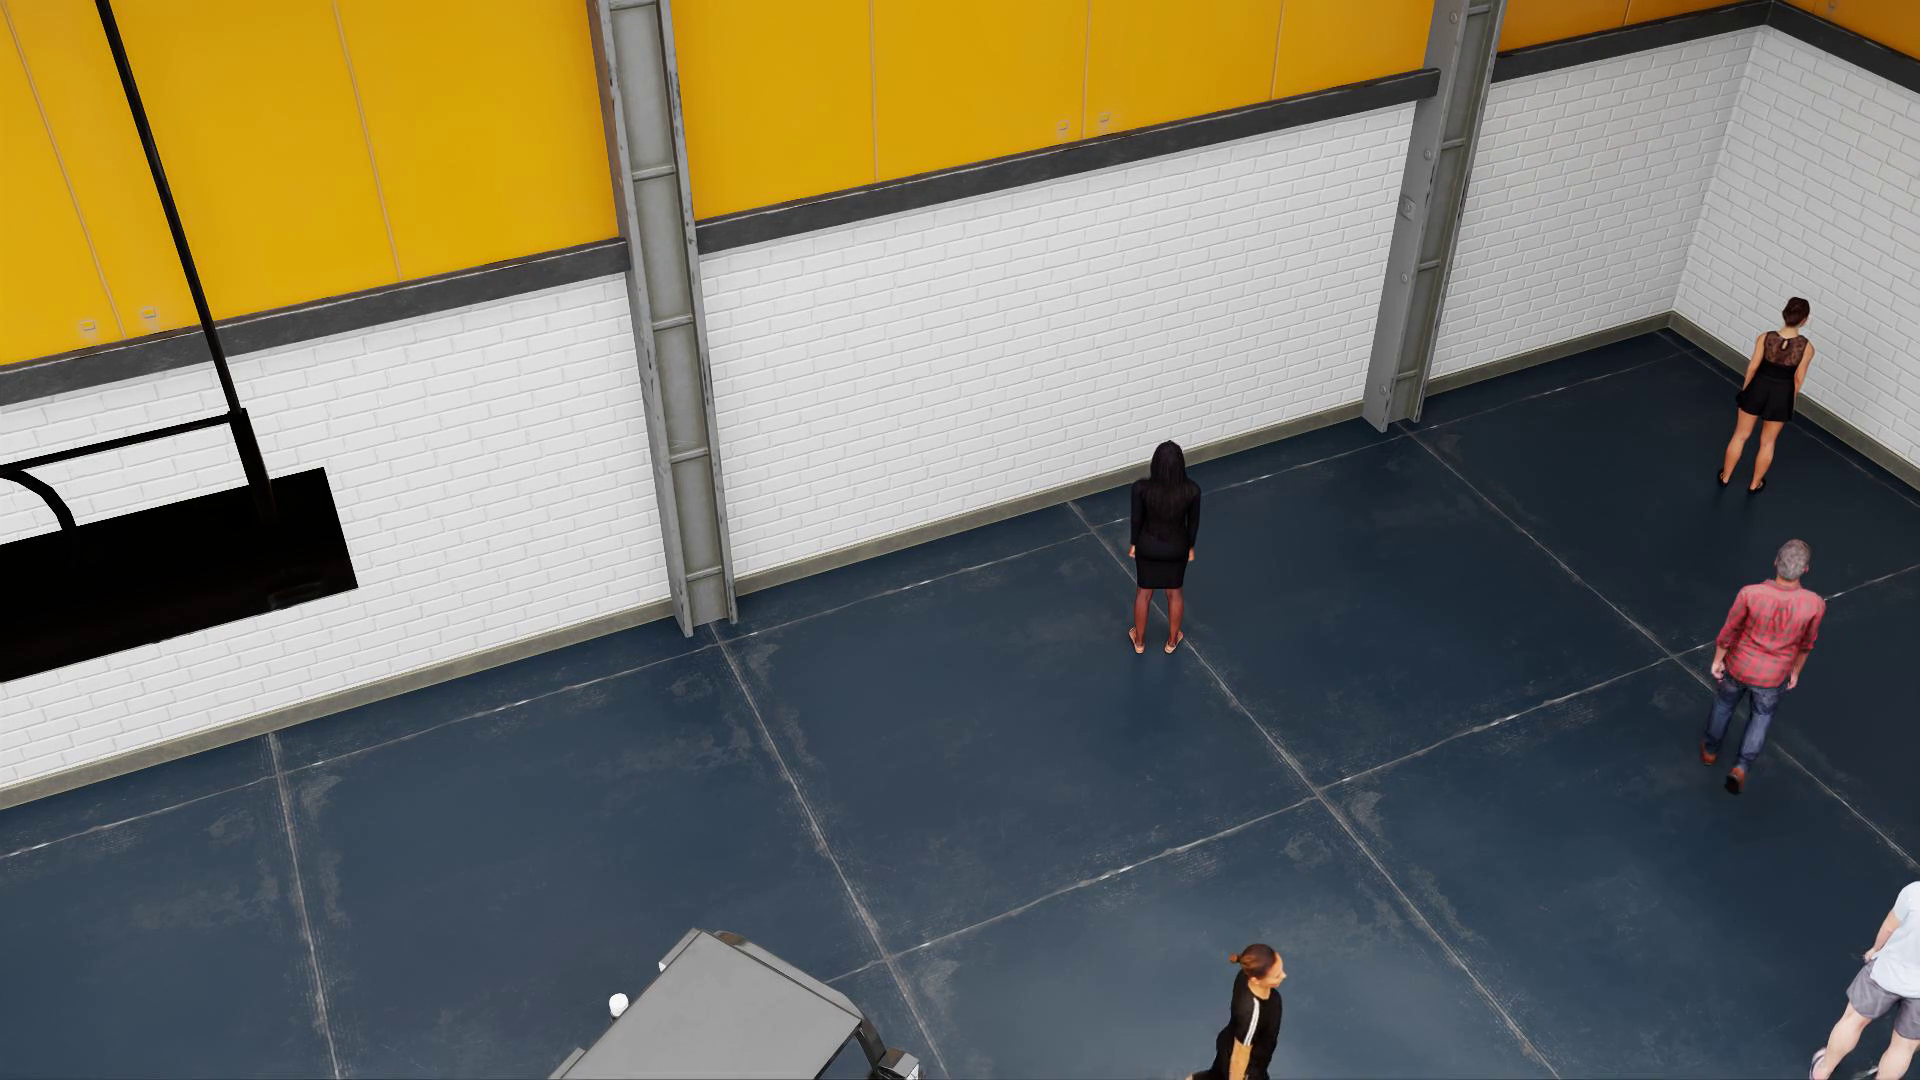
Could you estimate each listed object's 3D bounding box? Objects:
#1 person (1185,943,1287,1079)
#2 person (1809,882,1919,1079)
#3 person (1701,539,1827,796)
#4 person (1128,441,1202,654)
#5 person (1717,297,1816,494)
[{"bbox_3d":[1.321,2.519,8.197,1.136,1.636,1.008,8,39,10],"label":"person"},{"bbox_3d":[4.798,2.226,8.408,0.712,1.832,0.707,26,45,29],"label":"person"},{"bbox_3d":[4.882,0.821,10.183,1.000,1.811,1.076,16,41,19],"label":"person"},{"bbox_3d":[1.363,0.054,11.214,0.623,1.722,0.747,3,39,4],"label":"person"},{"bbox_3d":[6.166,-1.102,12.693,0.680,1.683,0.721,20,43,23],"label":"person"}]
